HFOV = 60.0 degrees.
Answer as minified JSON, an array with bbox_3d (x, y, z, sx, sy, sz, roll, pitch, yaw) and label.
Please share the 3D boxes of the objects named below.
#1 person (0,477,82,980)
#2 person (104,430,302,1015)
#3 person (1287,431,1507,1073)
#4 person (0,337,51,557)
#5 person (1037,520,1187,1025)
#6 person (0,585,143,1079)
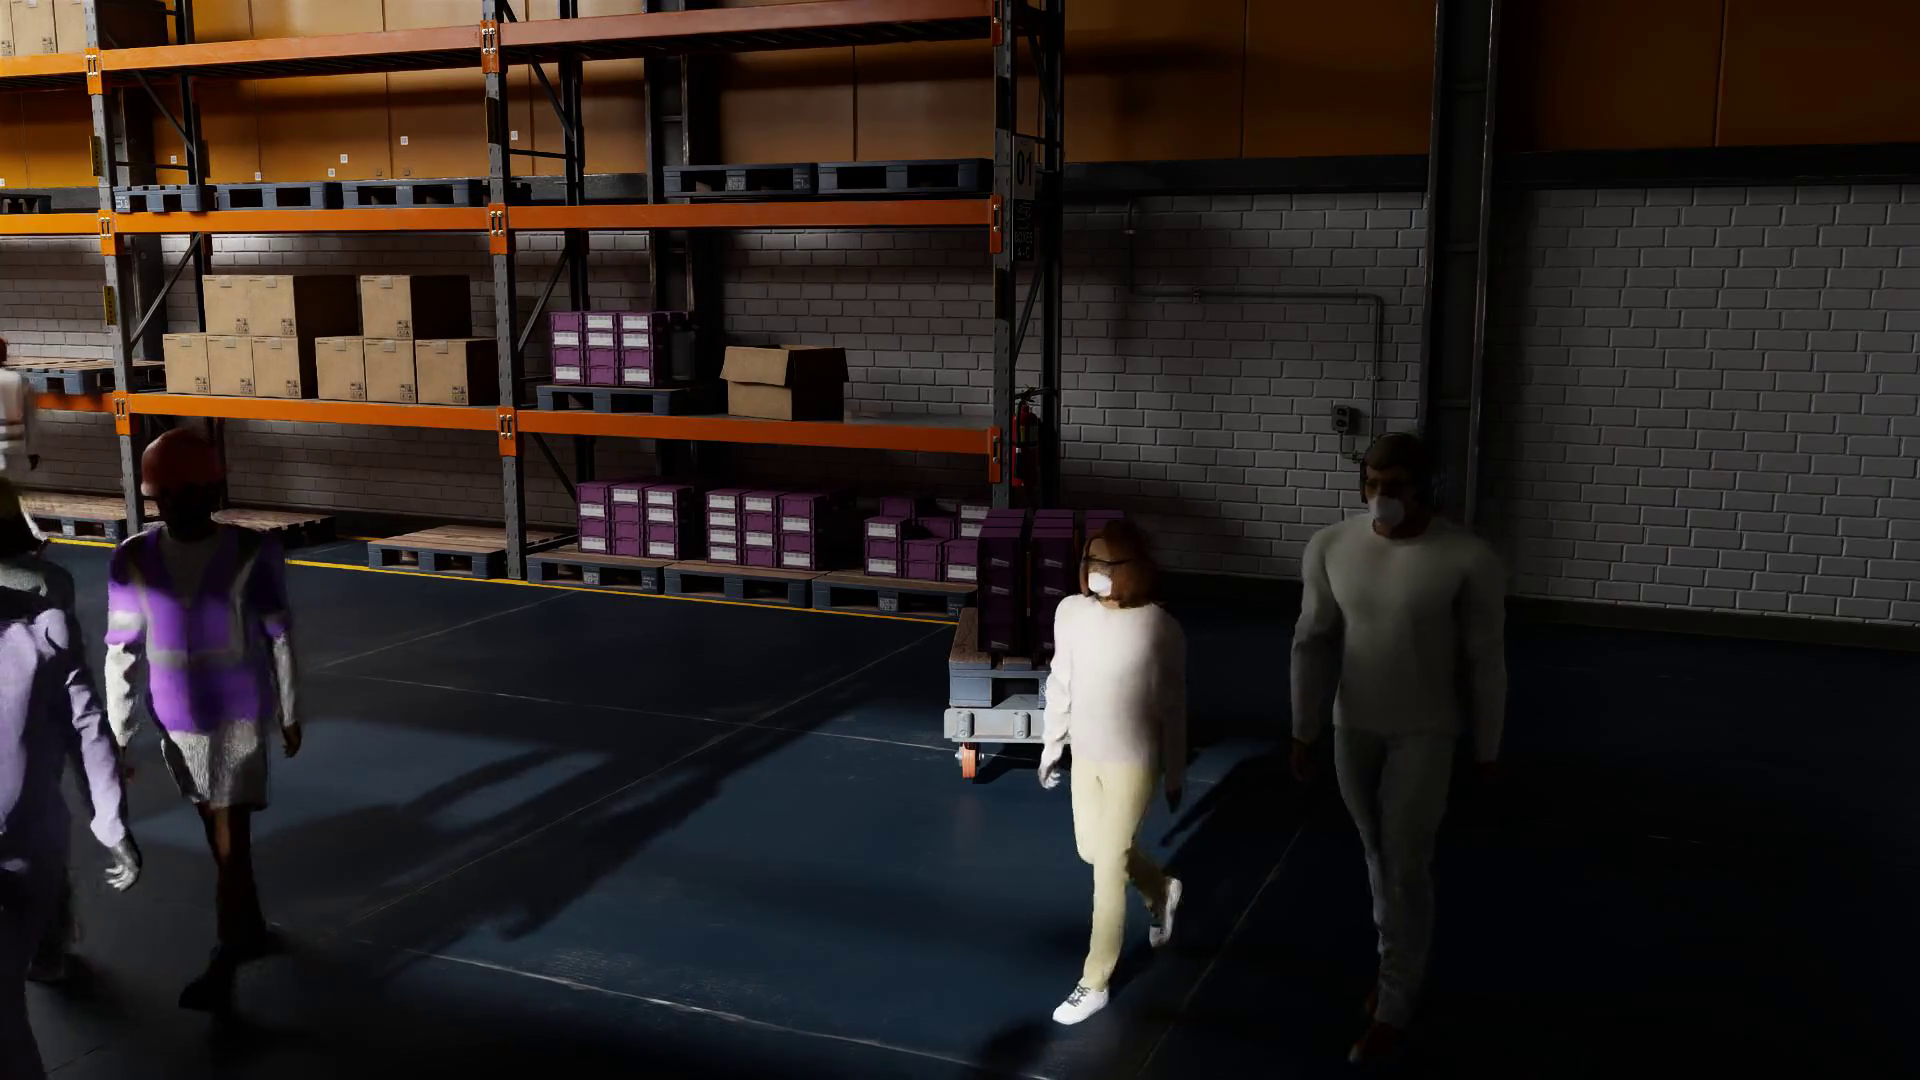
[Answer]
[{"bbox_3d":[-3.218,0.631,5.591,0.453,1.727,0.506,4,10,21],"label":"person"},{"bbox_3d":[-2.503,0.582,5.461,0.551,1.880,1.009,-1,10,-5],"label":"person"},{"bbox_3d":[1.285,0.628,5.112,0.627,1.904,0.864,8,12,39],"label":"person"},{"bbox_3d":[-7.752,-0.745,13.507,0.884,1.855,0.584,4,10,22],"label":"person"},{"bbox_3d":[0.542,0.714,5.480,0.501,1.609,0.726,9,13,44],"label":"person"},{"bbox_3d":[-2.577,0.793,4.354,1.039,1.843,0.657,8,12,39],"label":"person"}]
